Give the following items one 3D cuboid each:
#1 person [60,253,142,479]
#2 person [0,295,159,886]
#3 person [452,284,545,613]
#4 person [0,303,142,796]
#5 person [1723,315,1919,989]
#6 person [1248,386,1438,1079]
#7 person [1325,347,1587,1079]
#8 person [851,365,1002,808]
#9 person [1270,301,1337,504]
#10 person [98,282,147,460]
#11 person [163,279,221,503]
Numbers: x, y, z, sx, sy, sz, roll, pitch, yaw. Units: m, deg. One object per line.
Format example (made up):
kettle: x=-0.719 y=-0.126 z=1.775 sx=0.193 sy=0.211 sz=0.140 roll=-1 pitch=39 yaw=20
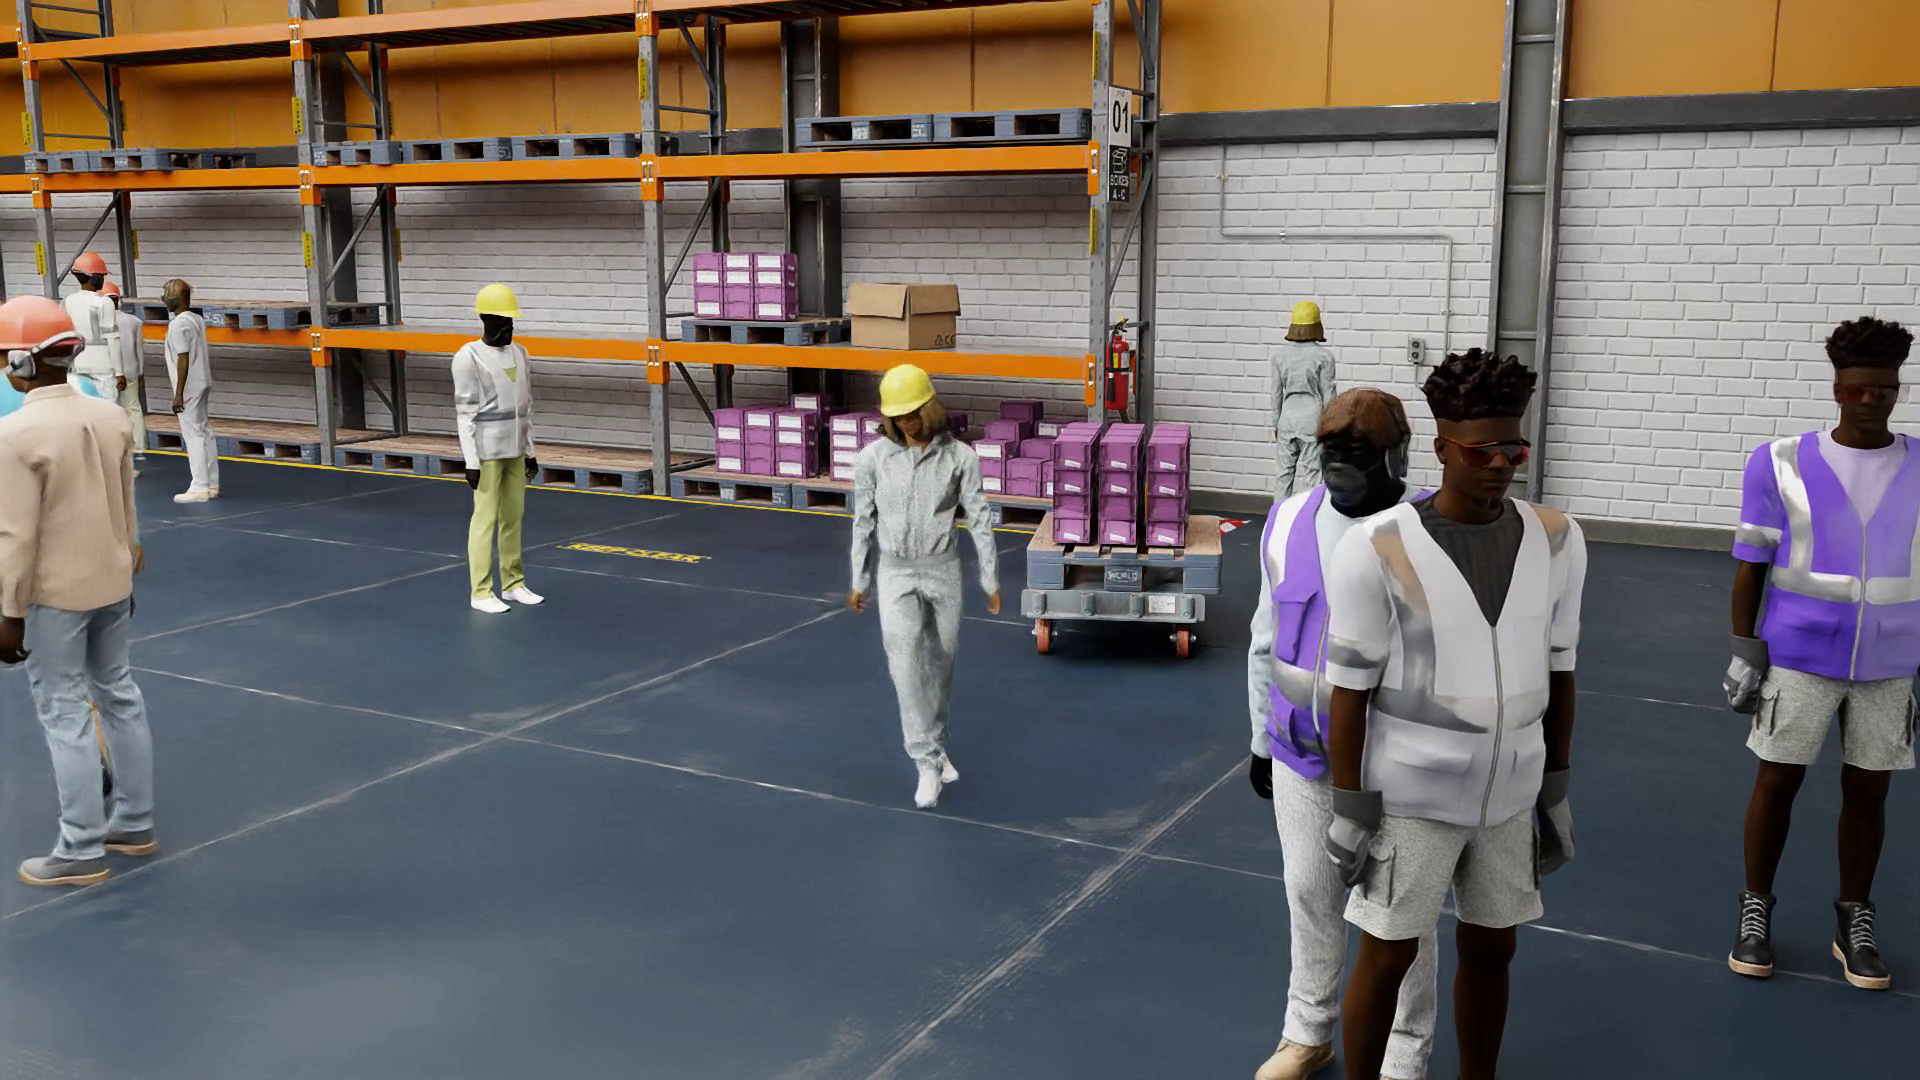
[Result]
person: x=-7.720 y=-1.539 z=14.904 sx=0.606 sy=2.044 sz=0.374 roll=4 pitch=11 yaw=19
person: x=-3.036 y=0.174 z=5.649 sx=0.398 sy=1.990 sz=0.619 roll=2 pitch=11 yaw=11
person: x=-2.688 y=-0.531 z=9.738 sx=0.397 sy=1.919 sz=0.582 roll=5 pitch=11 yaw=24
person: x=-3.569 y=0.028 z=6.473 sx=0.707 sy=1.985 sz=0.818 roll=-6 pitch=12 yaw=-30
person: x=2.569 y=0.333 z=4.852 sx=0.618 sy=1.963 sz=0.361 roll=3 pitch=11 yaw=16
person: x=0.976 y=0.536 z=4.114 sx=0.628 sy=1.836 sz=0.430 roll=9 pitch=14 yaw=41
person: x=1.094 y=0.549 z=3.709 sx=0.606 sy=1.958 sz=0.377 roll=-2 pitch=11 yaw=-12
person: x=-0.127 y=0.168 z=6.460 sx=0.578 sy=1.690 sz=0.696 roll=-1 pitch=10 yaw=-6
person: x=2.406 y=-0.795 z=11.644 sx=0.487 sy=1.746 sz=0.287 roll=7 pitch=13 yaw=35
person: x=-8.217 y=-1.630 z=16.204 sx=0.331 sy=1.746 sz=0.575 roll=5 pitch=12 yaw=27
person: x=-6.369 y=-1.229 z=13.753 sx=0.324 sy=1.841 sz=0.517 roll=-1 pitch=10 yaw=-3
